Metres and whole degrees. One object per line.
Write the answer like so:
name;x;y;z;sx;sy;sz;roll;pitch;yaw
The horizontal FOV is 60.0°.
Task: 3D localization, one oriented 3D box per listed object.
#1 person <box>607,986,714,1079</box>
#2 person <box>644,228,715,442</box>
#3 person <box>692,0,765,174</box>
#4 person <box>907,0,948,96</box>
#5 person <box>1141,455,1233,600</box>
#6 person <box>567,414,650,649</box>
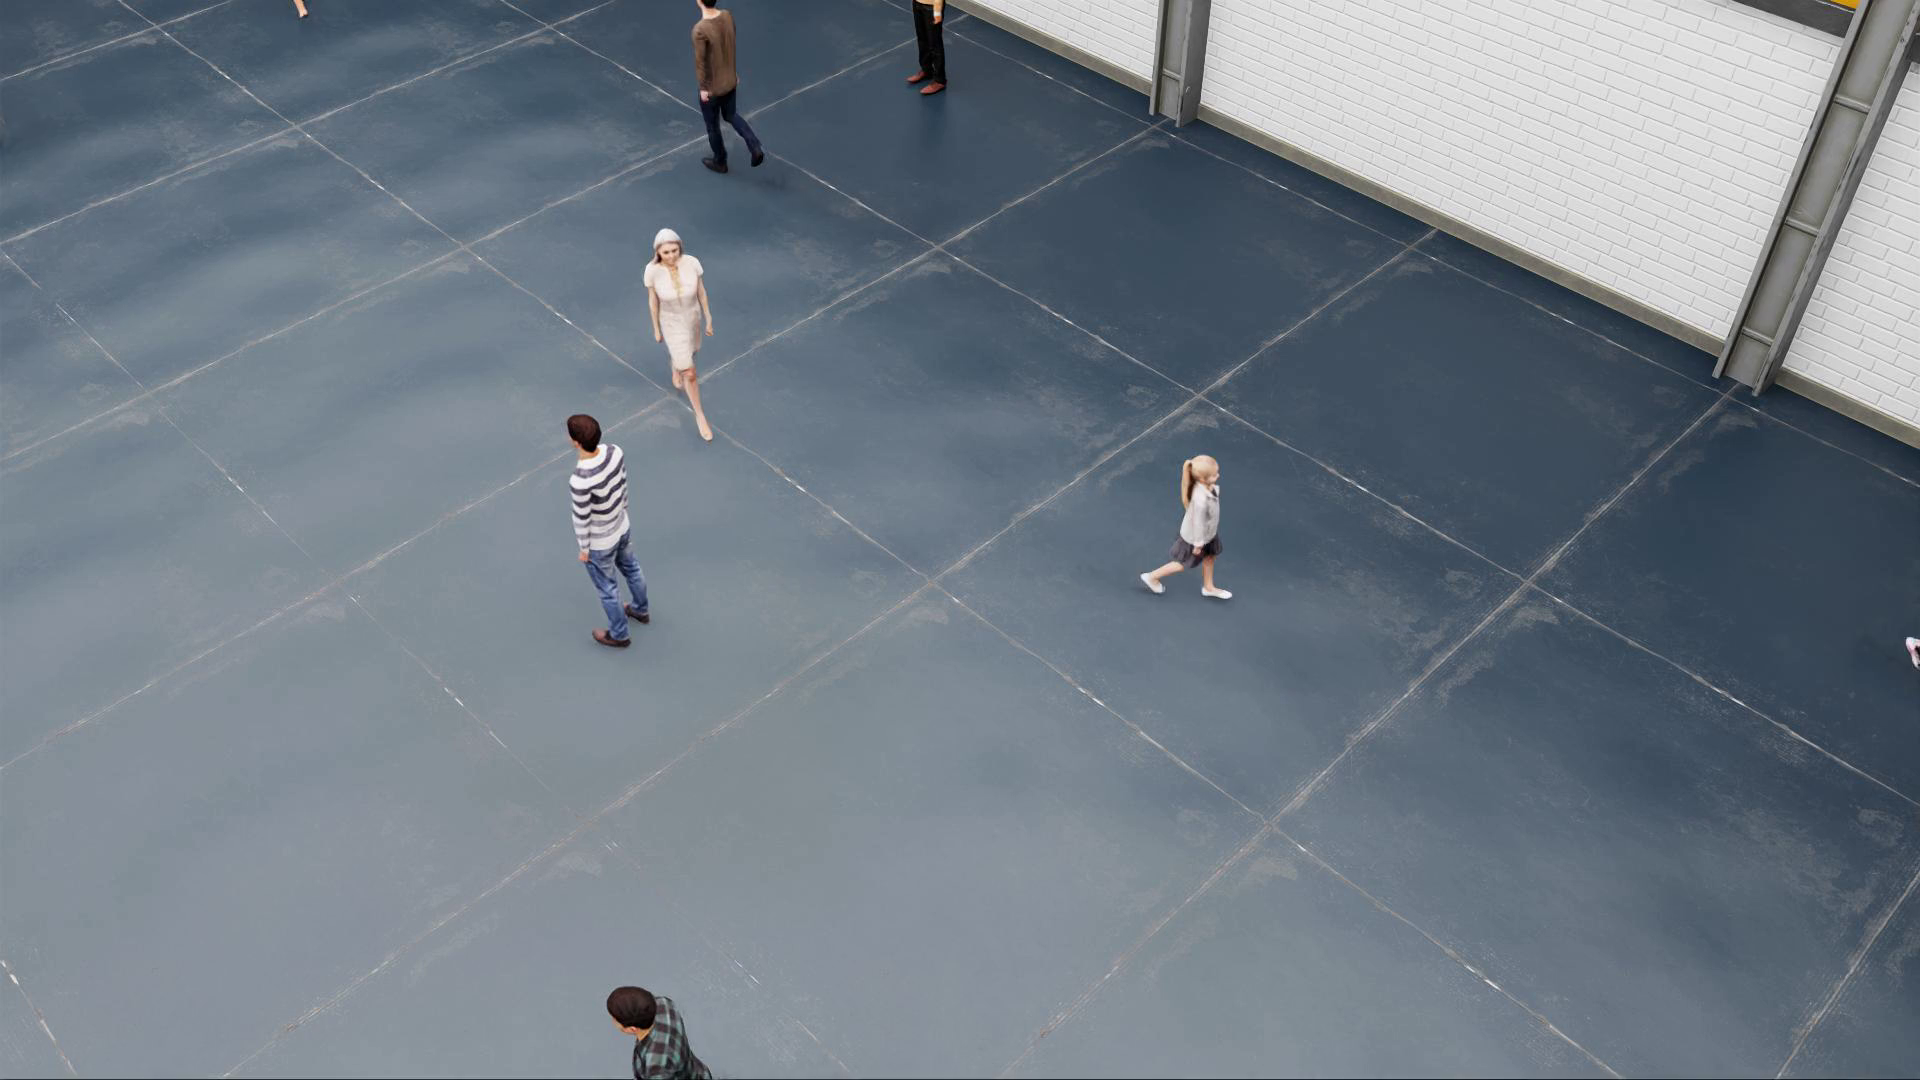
person;-1.278;2.724;8.234;1.156;1.662;1.108;0;44;0
person;-2.135;-1.646;12.643;0.868;1.698;1.205;-19;47;-19
person;-2.146;-4.150;15.144;0.992;1.872;0.773;24;49;23
person;-0.306;-5.309;16.448;0.766;1.752;0.604;-23;48;-23
person;1.559;-0.075;11.312;0.935;1.259;0.768;11;45;11
person;-2.310;-0.064;10.872;0.643;1.851;0.704;19;47;19
